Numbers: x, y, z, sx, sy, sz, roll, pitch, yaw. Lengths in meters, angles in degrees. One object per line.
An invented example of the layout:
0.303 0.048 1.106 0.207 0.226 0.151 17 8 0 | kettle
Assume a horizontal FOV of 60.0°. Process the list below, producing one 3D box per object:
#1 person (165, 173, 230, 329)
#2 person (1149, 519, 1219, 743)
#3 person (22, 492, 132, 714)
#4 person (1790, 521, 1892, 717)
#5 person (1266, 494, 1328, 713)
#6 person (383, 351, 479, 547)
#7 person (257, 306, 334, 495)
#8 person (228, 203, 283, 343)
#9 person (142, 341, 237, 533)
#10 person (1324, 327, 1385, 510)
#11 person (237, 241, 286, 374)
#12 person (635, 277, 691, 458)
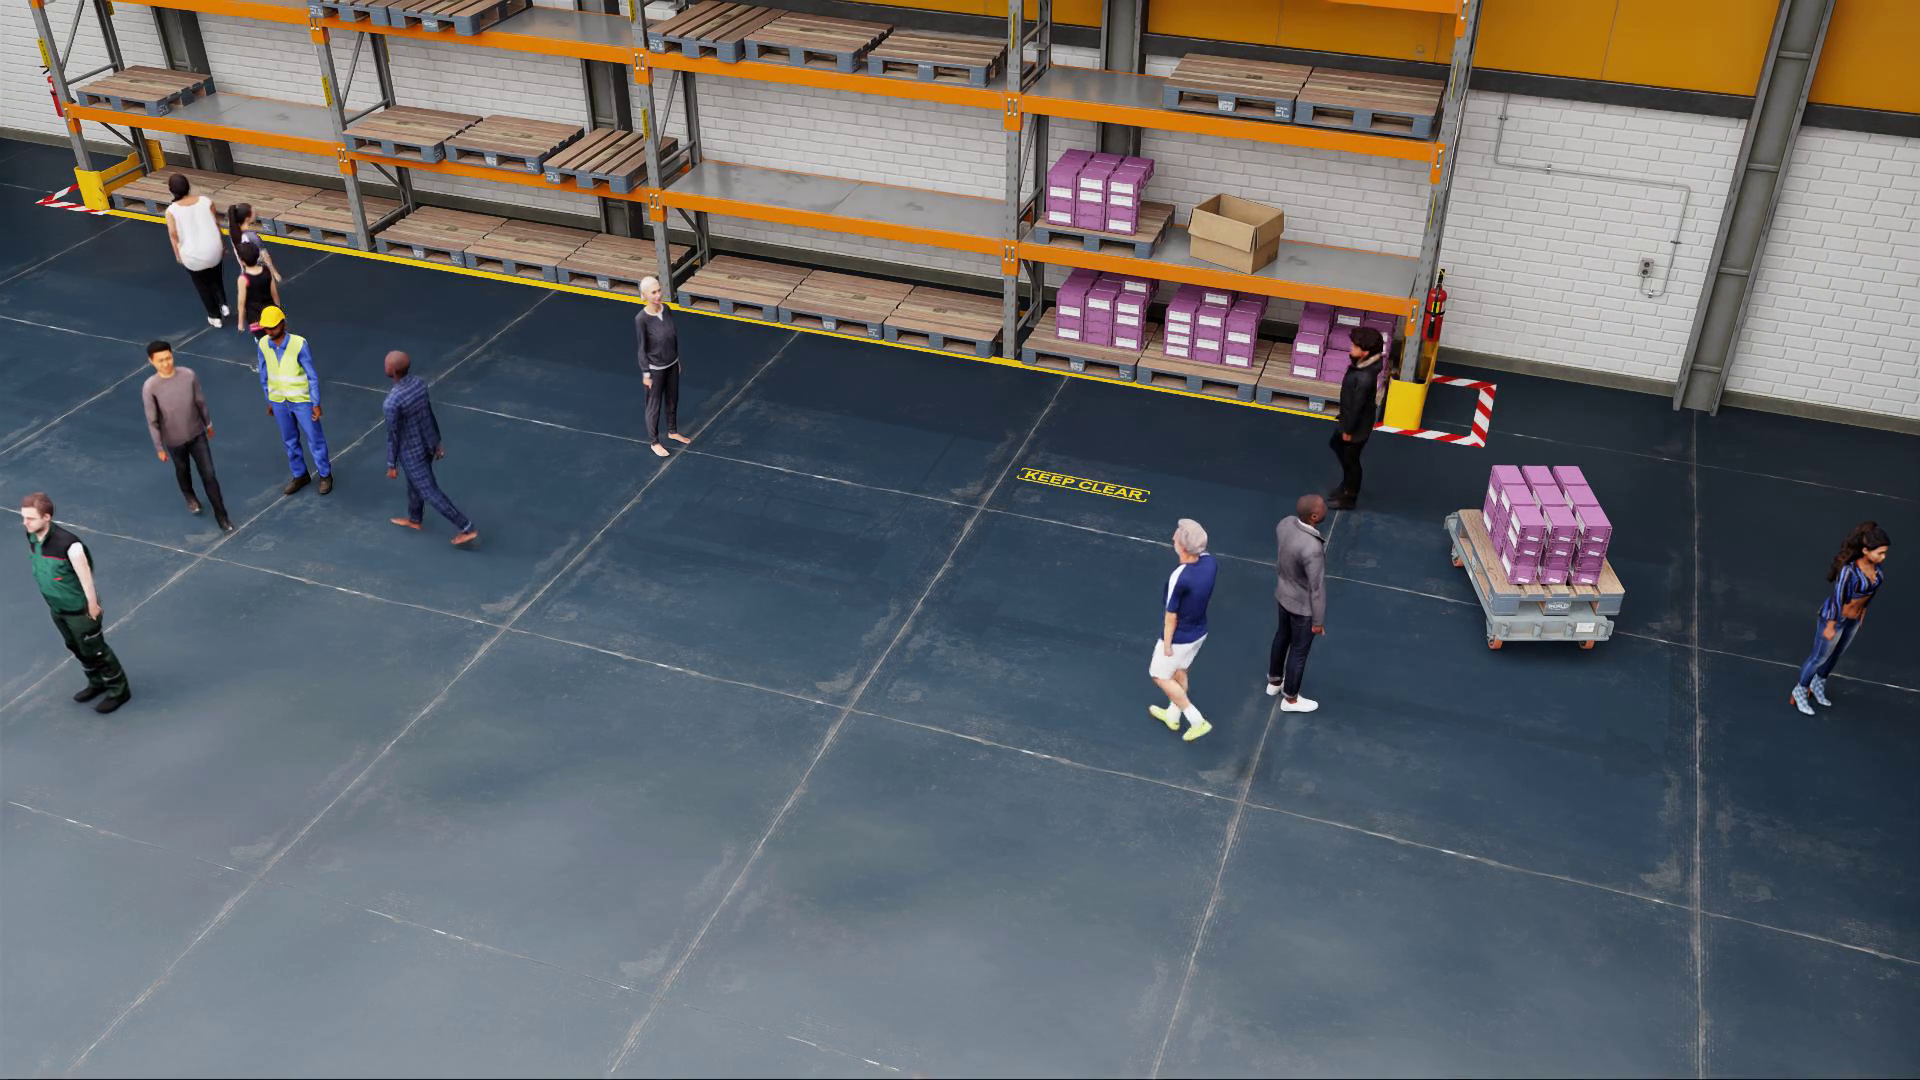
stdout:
-7.968 -3.025 17.473 0.788 1.679 0.811 -27 42 -35 | person
1.638 0.678 11.770 0.975 1.824 0.834 28 43 35 | person
-6.456 0.441 12.112 0.566 1.841 0.738 17 37 24 | person
6.411 0.573 12.111 0.691 1.621 0.749 -15 36 -21 | person
2.460 0.445 12.123 0.831 1.821 0.805 -10 35 -15 | person
-4.478 -0.742 13.941 1.146 1.786 0.690 10 35 14 | person
-5.881 -1.249 14.682 0.616 1.810 0.786 2 34 3 | person
-7.197 -2.617 16.898 0.602 1.634 0.727 21 39 29 | person
-6.686 -0.920 14.268 1.258 1.719 1.055 26 41 33 | person
3.507 -1.044 14.413 0.644 1.766 0.687 4 34 6 | person
-6.787 -2.158 16.317 1.045 1.513 0.631 15 37 22 | person
-2.771 -1.631 15.331 0.609 1.726 0.666 22 39 29 | person
